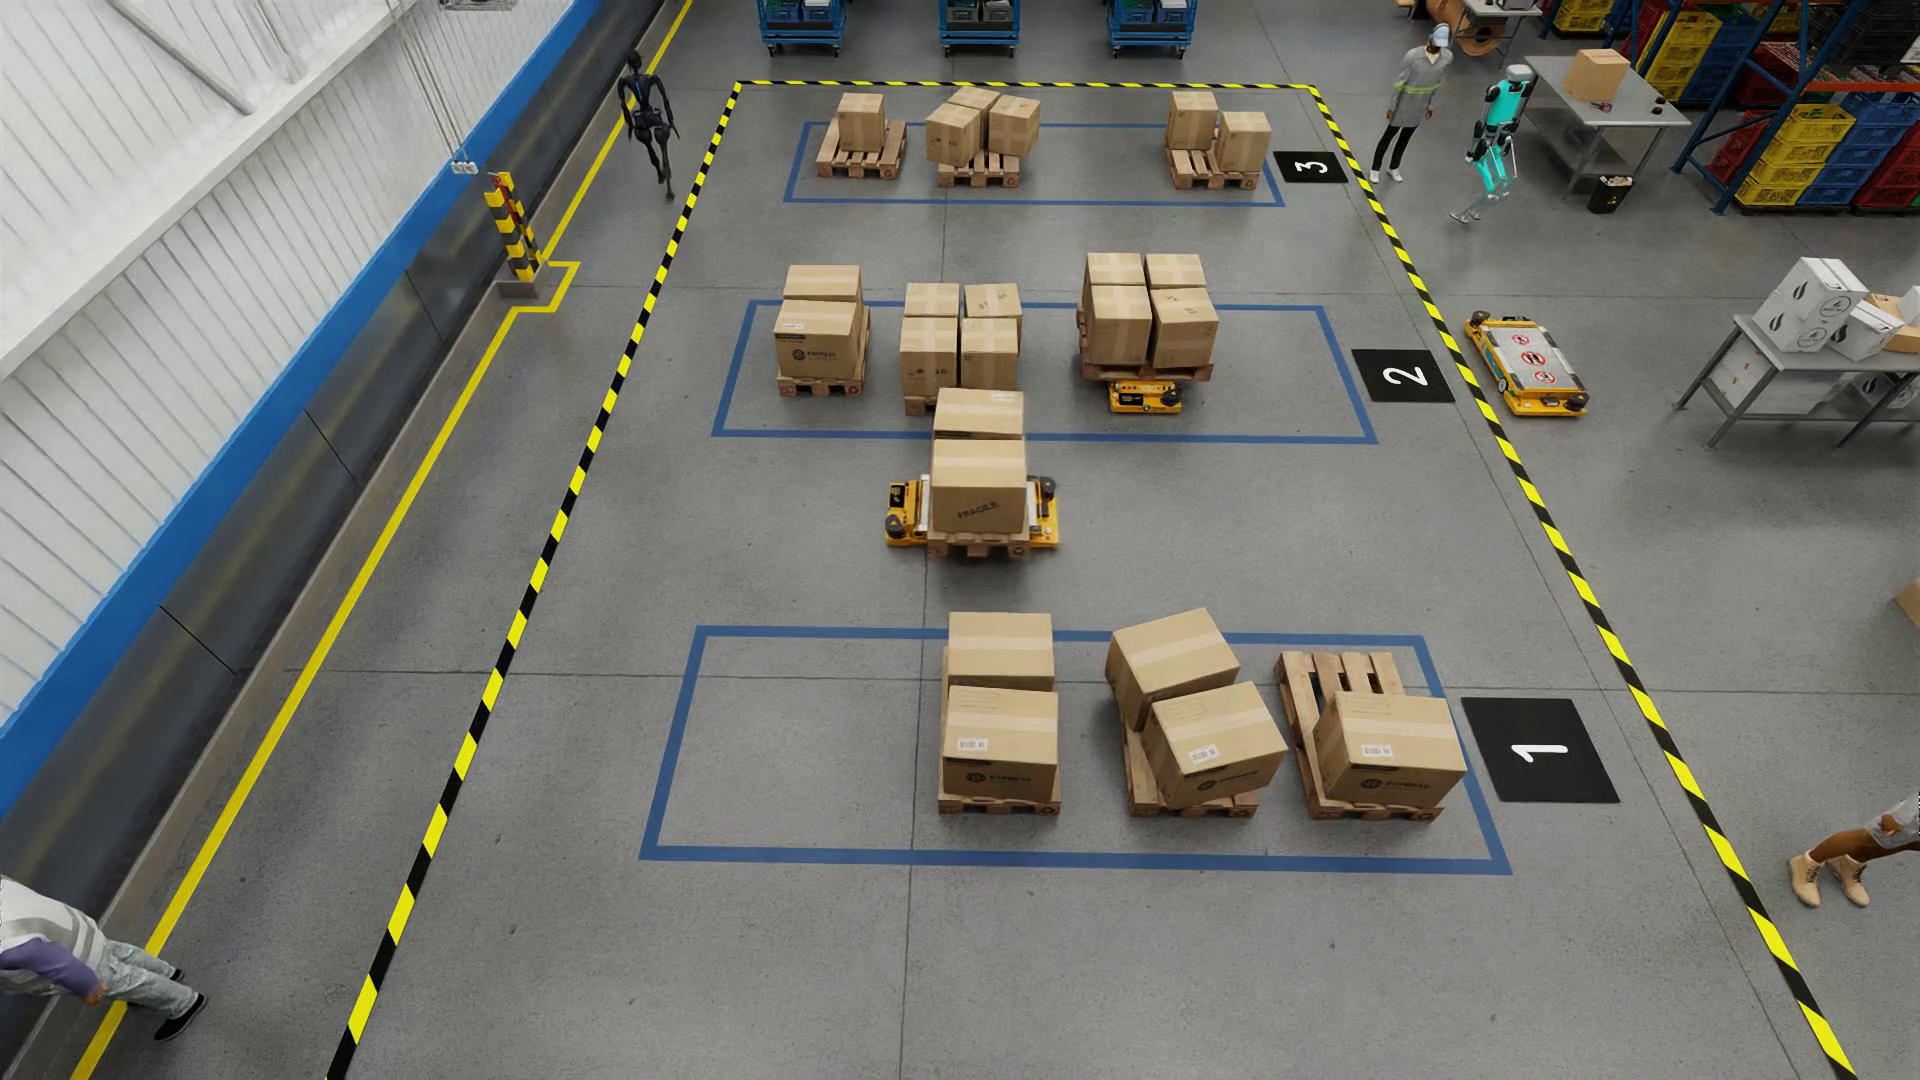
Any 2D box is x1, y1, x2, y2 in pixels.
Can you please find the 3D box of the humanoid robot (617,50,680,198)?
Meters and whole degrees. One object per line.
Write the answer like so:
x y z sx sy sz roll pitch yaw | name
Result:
-3.692 -4.939 10.910 0.609 1.636 0.768 -8 50 -7 | humanoid robot

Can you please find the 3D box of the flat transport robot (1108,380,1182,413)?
1.773 -1.807 9.079 0.652 0.197 1.431 1 49 1 | flat transport robot

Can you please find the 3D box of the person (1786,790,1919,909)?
5.486 1.537 5.037 0.610 2.032 0.398 2 49 1 | person

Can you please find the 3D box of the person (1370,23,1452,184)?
5.428 -5.212 11.000 0.587 1.848 0.396 -4 49 -3 | person

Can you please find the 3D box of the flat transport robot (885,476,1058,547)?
0.100 -0.254 7.735 1.431 0.197 0.652 1 49 1 | flat transport robot

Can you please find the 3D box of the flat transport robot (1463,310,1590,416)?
5.573 -1.757 9.054 0.659 0.231 1.431 1 49 1 | flat transport robot

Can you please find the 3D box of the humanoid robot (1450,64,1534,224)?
6.017 -4.312 10.205 0.533 1.677 0.735 -12 50 -10 | humanoid robot

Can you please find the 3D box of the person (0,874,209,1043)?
-4.582 2.129 4.659 0.591 1.825 0.404 30 56 24 | person
